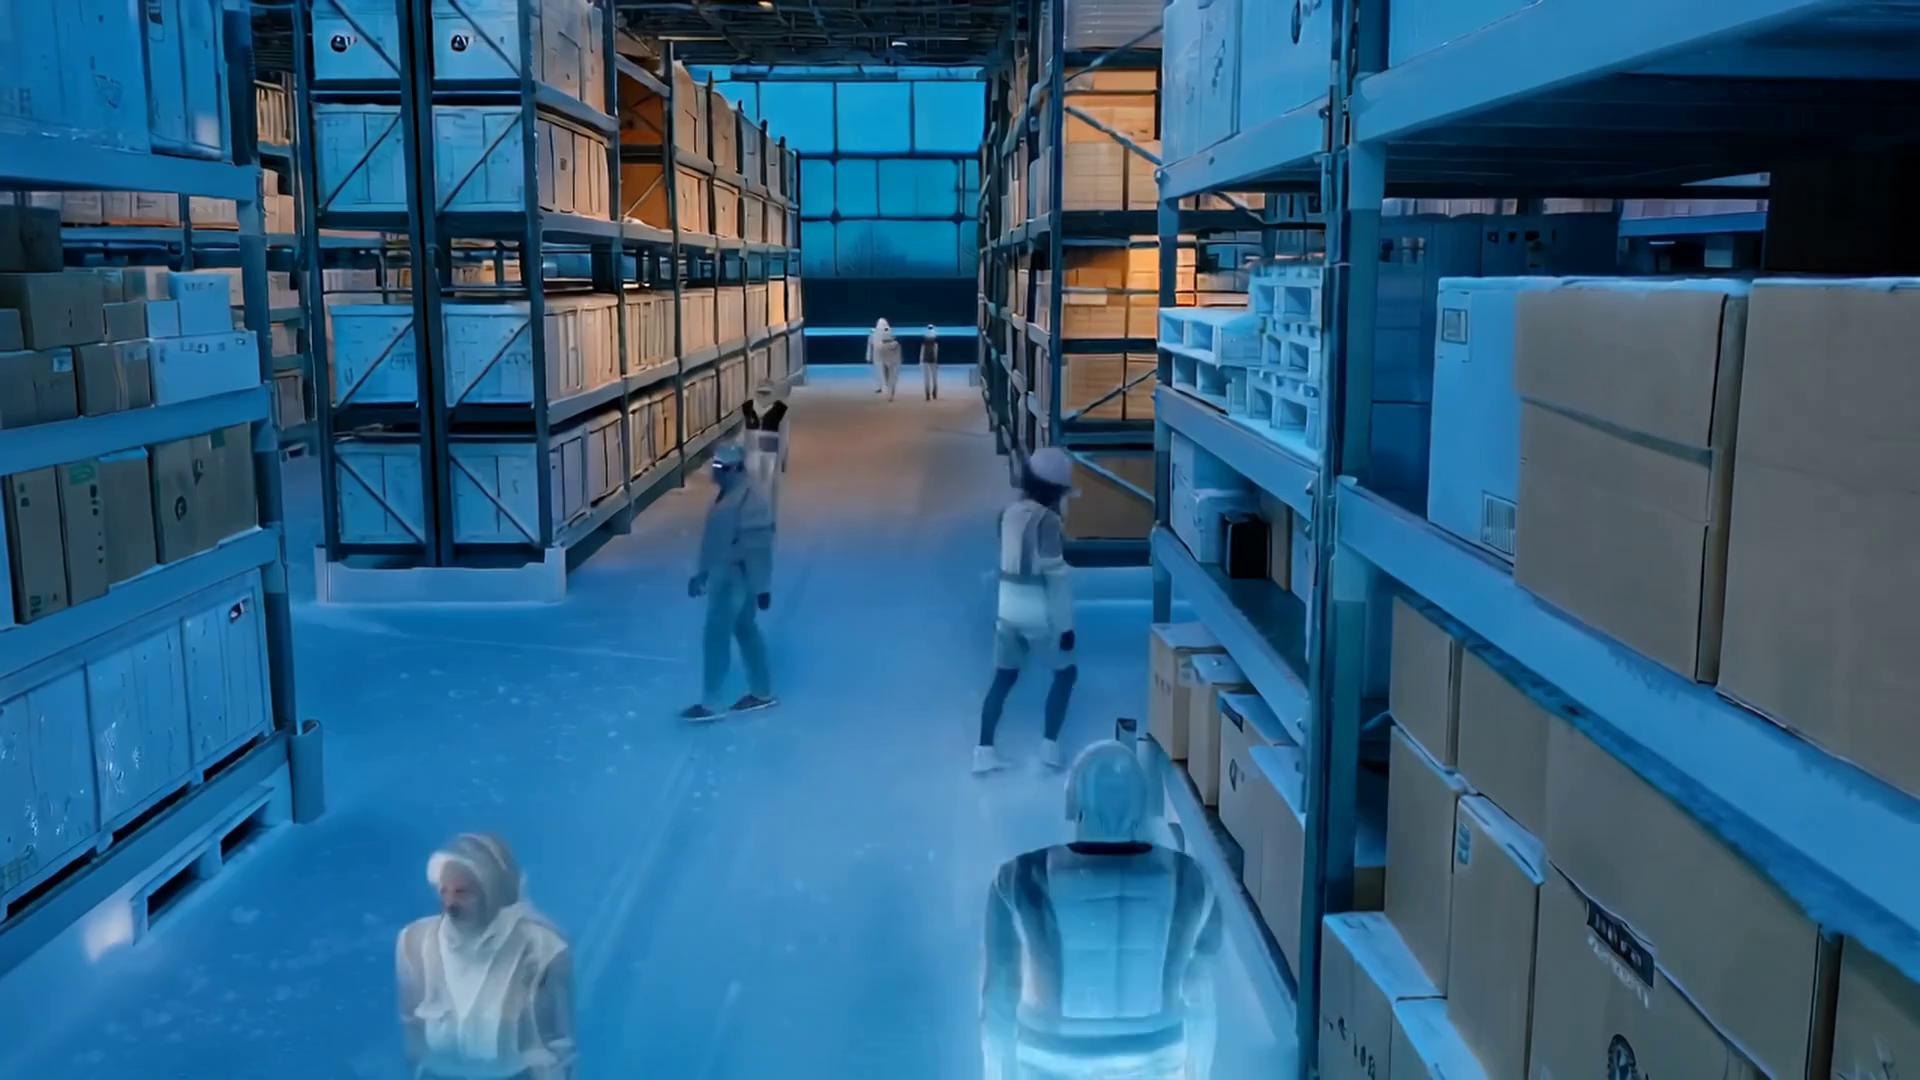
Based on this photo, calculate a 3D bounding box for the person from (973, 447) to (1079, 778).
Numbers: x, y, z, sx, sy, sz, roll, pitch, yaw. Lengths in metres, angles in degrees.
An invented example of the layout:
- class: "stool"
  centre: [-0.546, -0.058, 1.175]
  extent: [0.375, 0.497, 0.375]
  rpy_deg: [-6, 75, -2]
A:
- class: "person"
  centre: [0.442, 0.441, 9.861]
  extent: [0.753, 1.994, 0.654]
  rpy_deg: [-5, 10, -28]

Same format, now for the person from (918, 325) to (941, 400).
- class: "person"
  centre: [-0.709, -4.141, 38.814]
  extent: [0.530, 1.717, 0.922]
  rpy_deg: [0, 9, -1]

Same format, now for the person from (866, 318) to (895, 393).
- class: "person"
  centre: [-1.955, -4.506, 40.650]
  extent: [0.682, 1.835, 1.019]
  rpy_deg: [3, 10, 19]

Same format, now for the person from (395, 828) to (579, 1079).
- class: "person"
  centre: [-1.241, 1.532, 4.388]
  extent: [0.533, 1.590, 0.886]
  rpy_deg: [2, 9, 9]

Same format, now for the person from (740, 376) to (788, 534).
- class: "person"
  centre: [-2.249, -0.955, 18.941]
  extent: [0.587, 1.819, 0.537]
  rpy_deg: [1, 9, 7]

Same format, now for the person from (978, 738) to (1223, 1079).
- class: "person"
  centre: [0.371, 1.427, 4.355]
  extent: [0.633, 1.817, 0.751]
  rpy_deg: [-1, 9, -6]

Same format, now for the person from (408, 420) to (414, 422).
- class: "person"
  centre: [-7.176, -1.552, 22.471]
  extent: [0.612, 1.877, 0.642]
  rpy_deg: [-1, 9, -8]

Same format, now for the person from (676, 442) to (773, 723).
- class: "person"
  centre: [-1.640, 0.278, 11.236]
  extent: [0.868, 1.875, 0.651]
  rpy_deg: [-4, 10, -26]

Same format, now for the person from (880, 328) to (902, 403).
- class: "person"
  centre: [-1.574, -3.986, 37.874]
  extent: [0.488, 1.708, 0.842]
  rpy_deg: [0, 9, -2]
